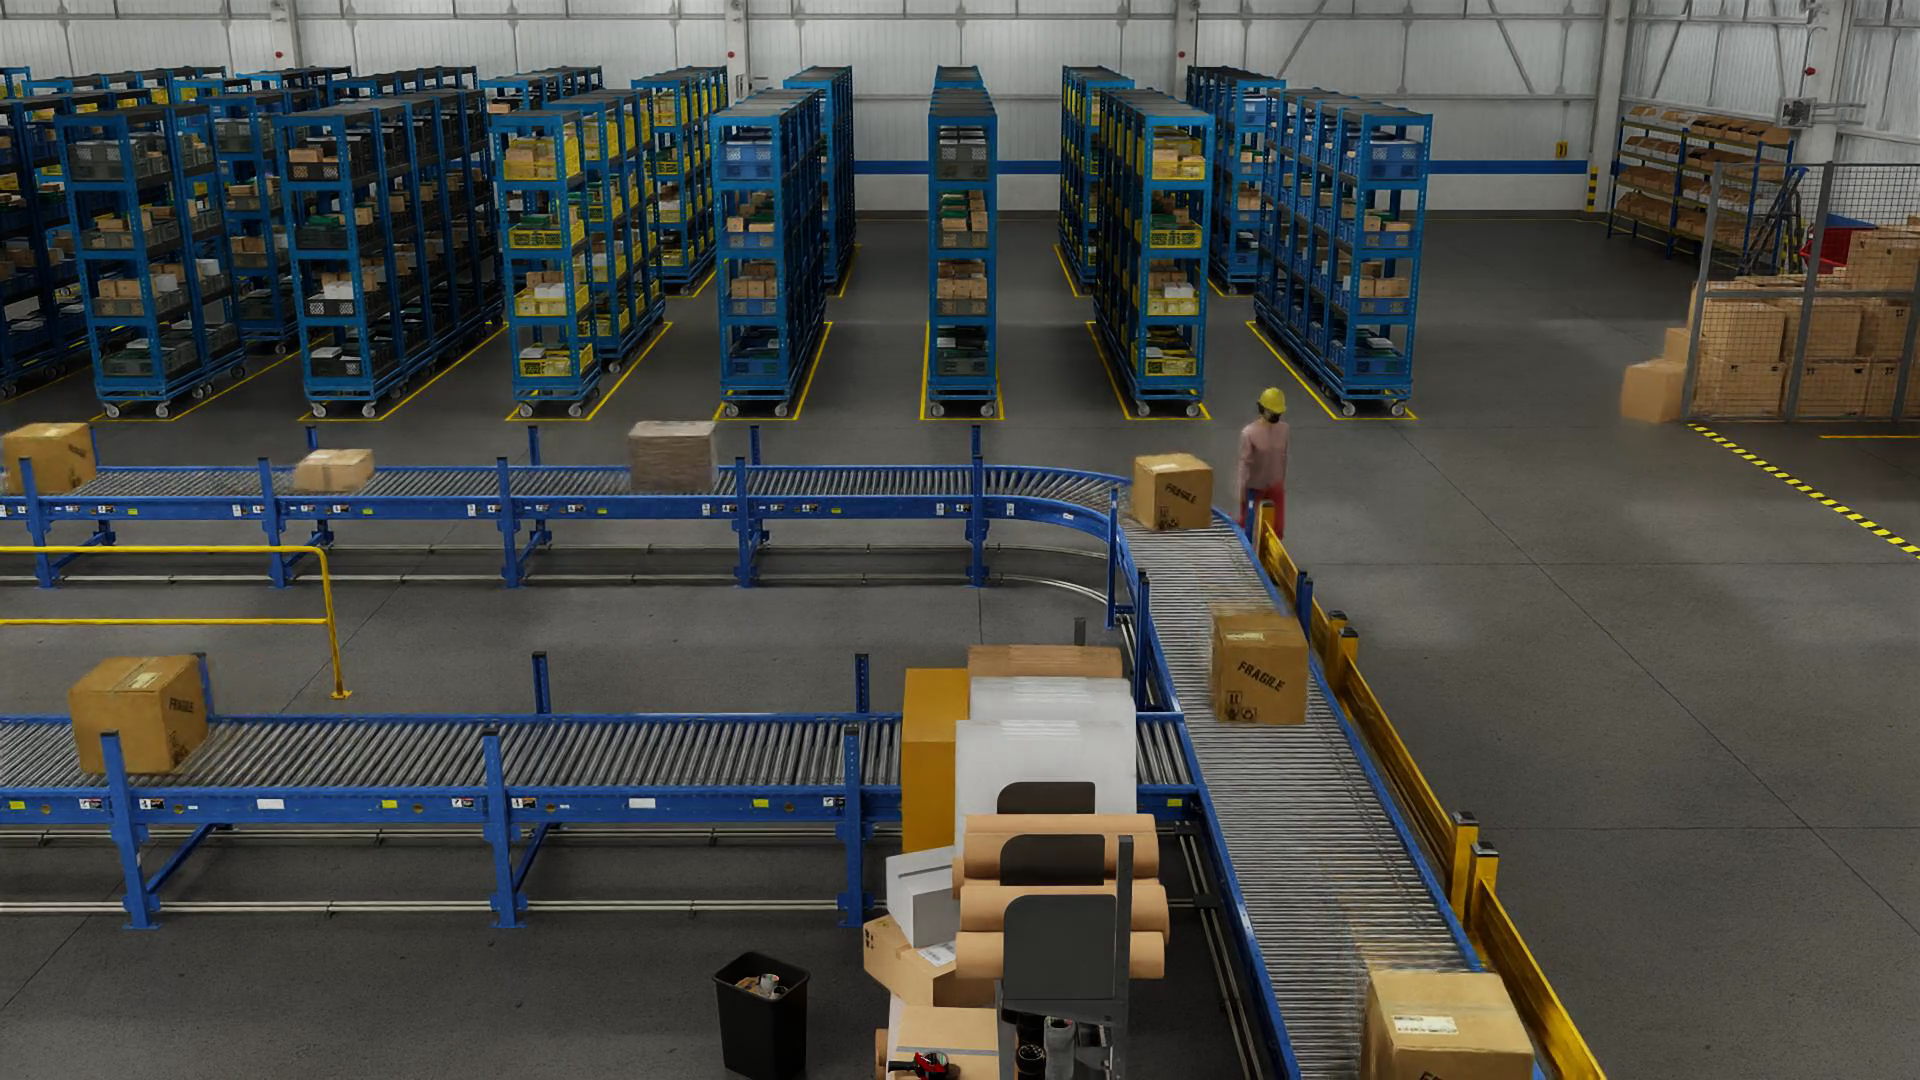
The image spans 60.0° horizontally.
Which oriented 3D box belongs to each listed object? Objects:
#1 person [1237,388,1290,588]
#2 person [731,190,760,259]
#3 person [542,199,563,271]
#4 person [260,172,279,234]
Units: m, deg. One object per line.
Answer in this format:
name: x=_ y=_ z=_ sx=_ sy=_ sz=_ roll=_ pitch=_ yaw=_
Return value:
person: x=2.581 y=-0.504 z=14.383 sx=0.525 sy=1.727 sz=0.814 roll=-8 pitch=20 yaw=-22
person: x=-3.831 y=-5.721 z=30.132 sx=0.614 sy=1.952 sz=0.944 roll=-2 pitch=18 yaw=-5
person: x=-6.456 y=-4.575 z=26.785 sx=0.594 sy=1.819 sz=0.403 roll=-5 pitch=19 yaw=-16
person: x=-13.997 y=-6.812 z=33.693 sx=0.795 sy=1.810 sz=0.586 roll=-7 pitch=19 yaw=-20
